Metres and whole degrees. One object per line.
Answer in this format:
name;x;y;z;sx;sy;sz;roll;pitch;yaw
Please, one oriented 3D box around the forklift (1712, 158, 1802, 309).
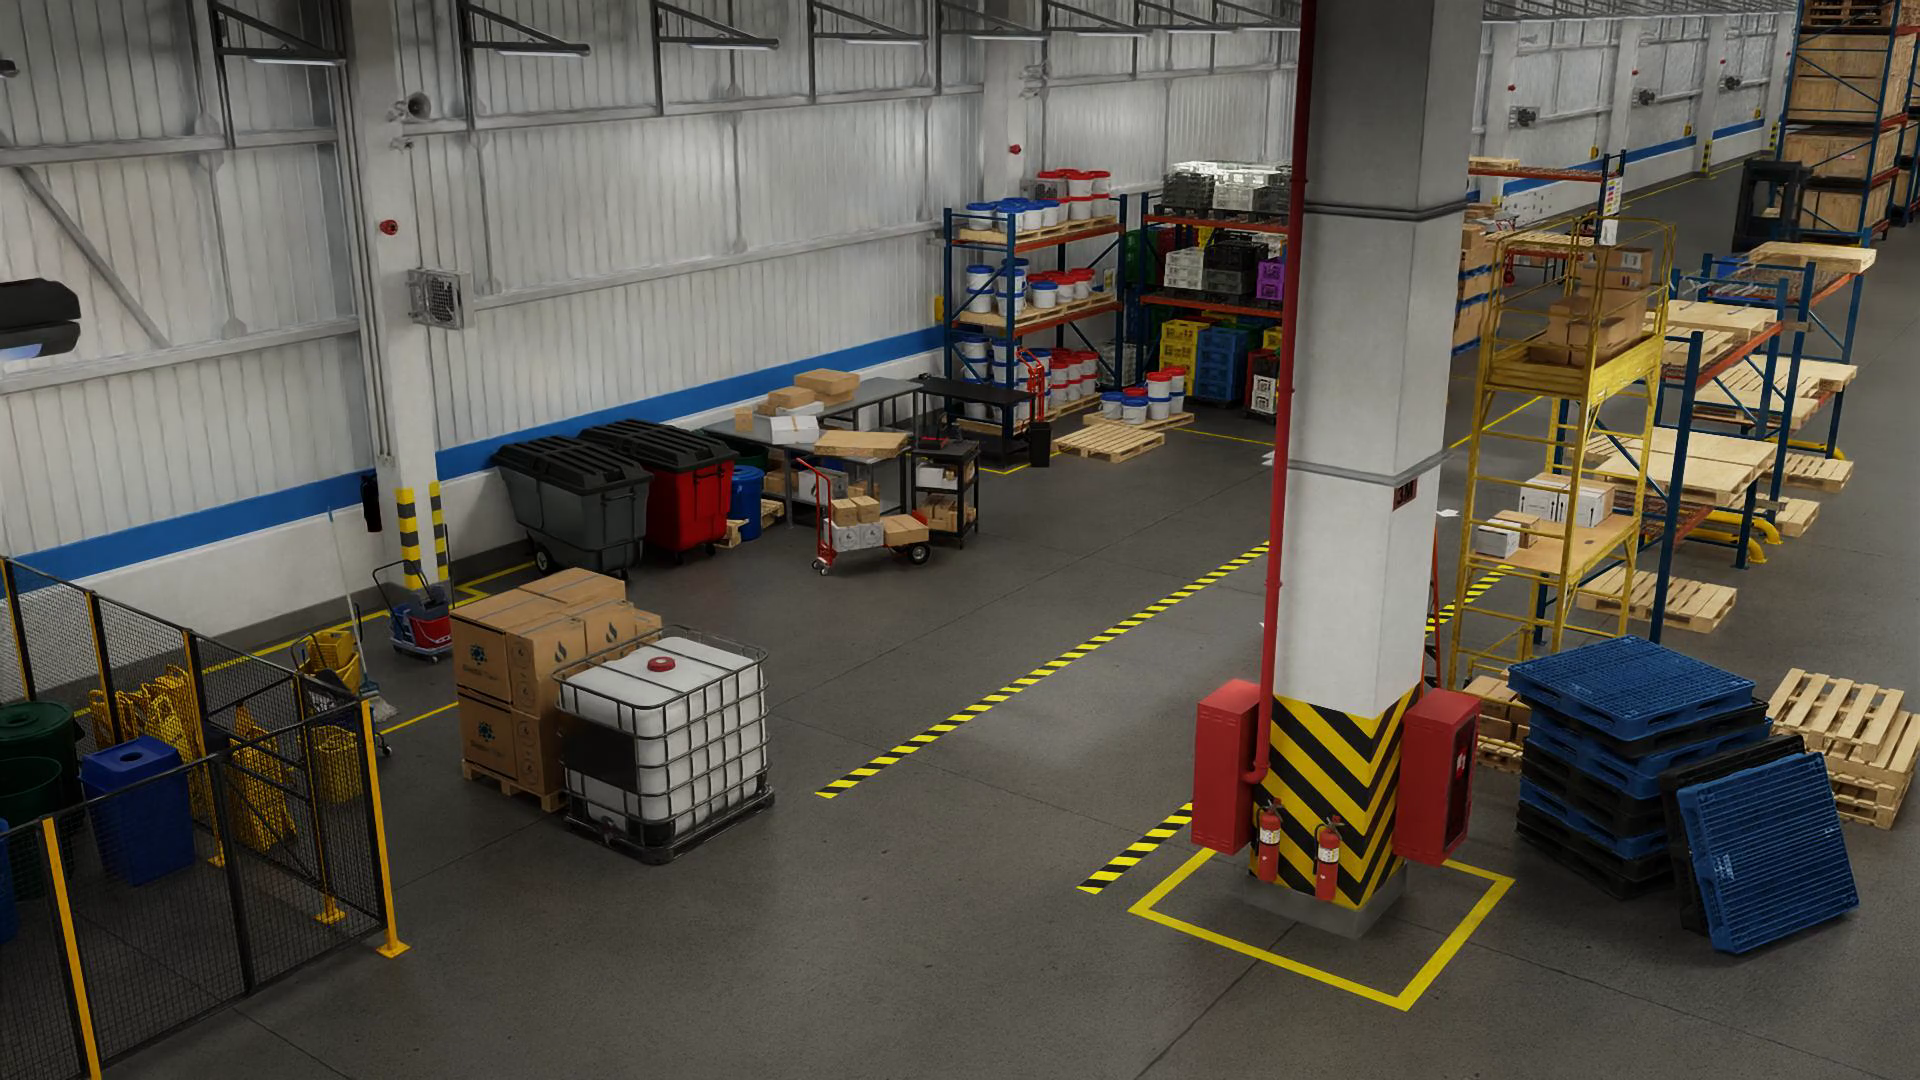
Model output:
forklift;14.921;-5.662;30.950;1.129;2.768;1.873;13;22;34
